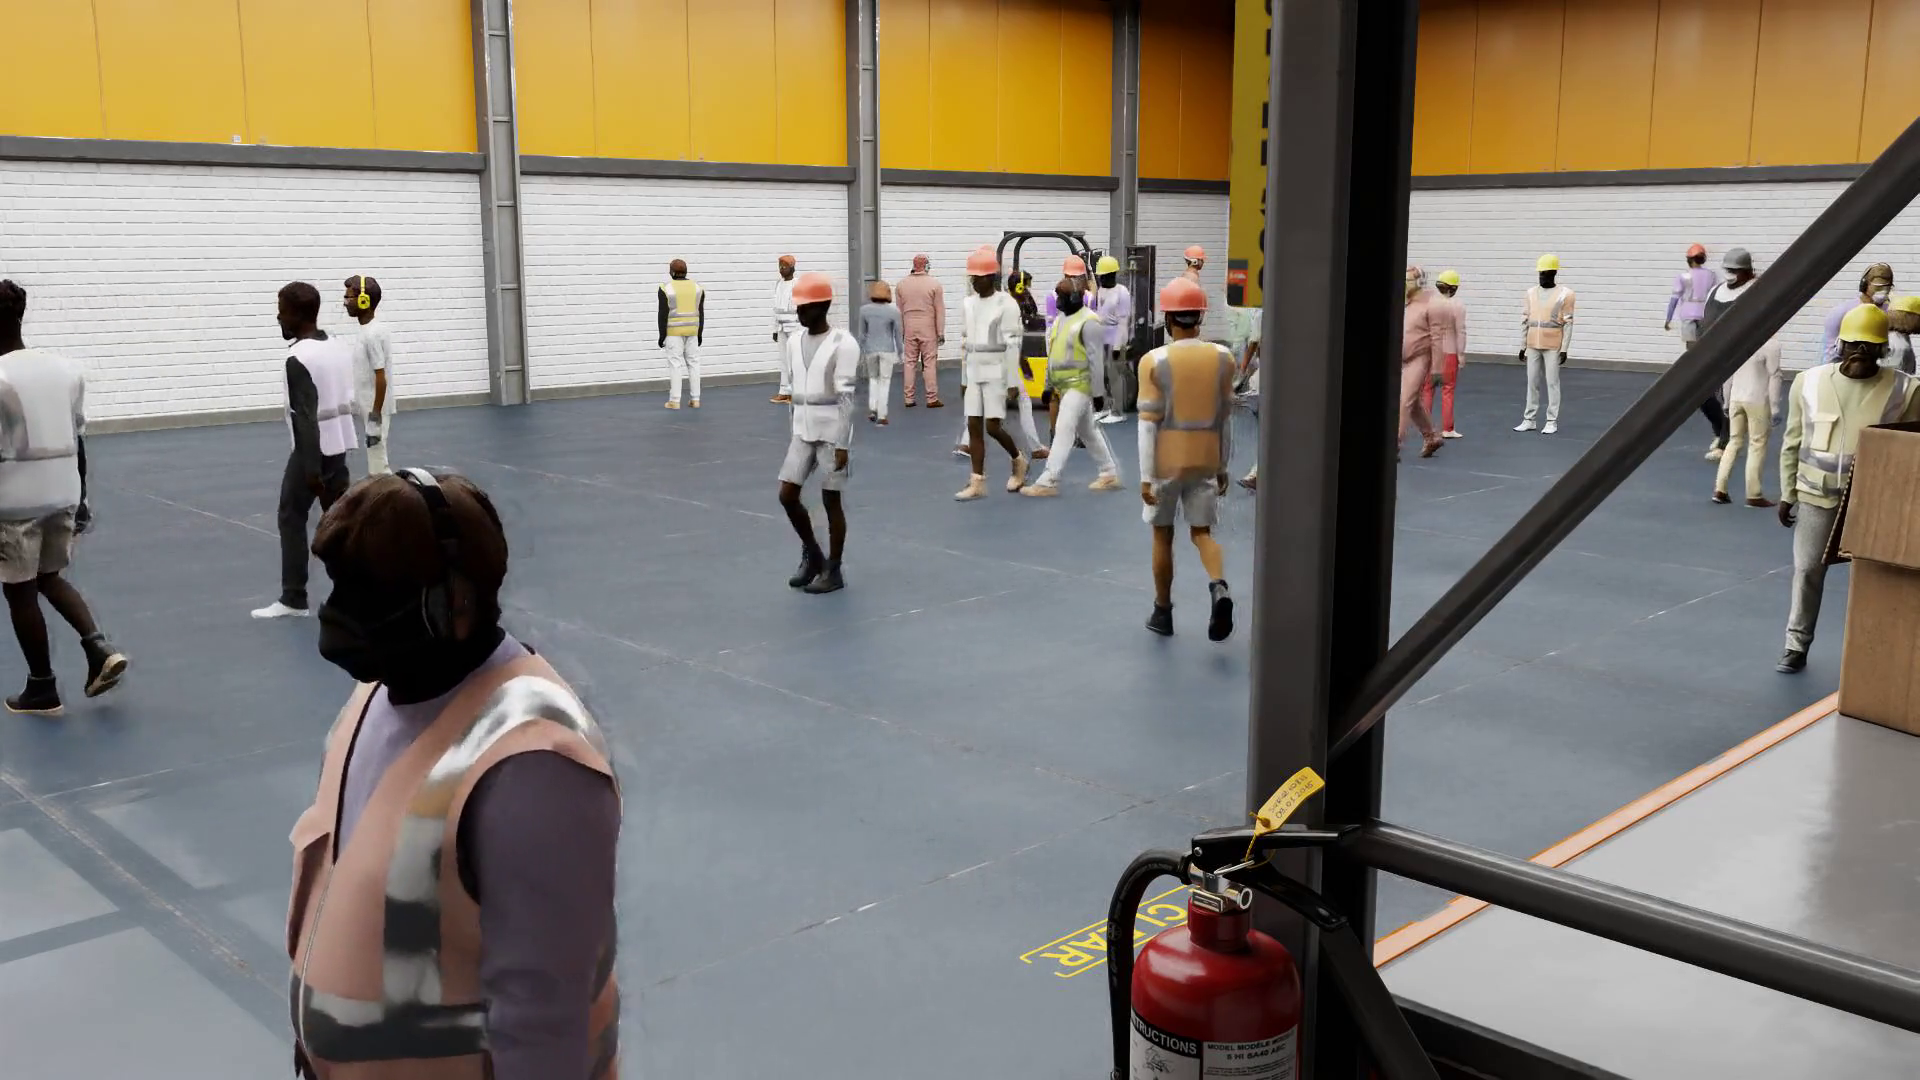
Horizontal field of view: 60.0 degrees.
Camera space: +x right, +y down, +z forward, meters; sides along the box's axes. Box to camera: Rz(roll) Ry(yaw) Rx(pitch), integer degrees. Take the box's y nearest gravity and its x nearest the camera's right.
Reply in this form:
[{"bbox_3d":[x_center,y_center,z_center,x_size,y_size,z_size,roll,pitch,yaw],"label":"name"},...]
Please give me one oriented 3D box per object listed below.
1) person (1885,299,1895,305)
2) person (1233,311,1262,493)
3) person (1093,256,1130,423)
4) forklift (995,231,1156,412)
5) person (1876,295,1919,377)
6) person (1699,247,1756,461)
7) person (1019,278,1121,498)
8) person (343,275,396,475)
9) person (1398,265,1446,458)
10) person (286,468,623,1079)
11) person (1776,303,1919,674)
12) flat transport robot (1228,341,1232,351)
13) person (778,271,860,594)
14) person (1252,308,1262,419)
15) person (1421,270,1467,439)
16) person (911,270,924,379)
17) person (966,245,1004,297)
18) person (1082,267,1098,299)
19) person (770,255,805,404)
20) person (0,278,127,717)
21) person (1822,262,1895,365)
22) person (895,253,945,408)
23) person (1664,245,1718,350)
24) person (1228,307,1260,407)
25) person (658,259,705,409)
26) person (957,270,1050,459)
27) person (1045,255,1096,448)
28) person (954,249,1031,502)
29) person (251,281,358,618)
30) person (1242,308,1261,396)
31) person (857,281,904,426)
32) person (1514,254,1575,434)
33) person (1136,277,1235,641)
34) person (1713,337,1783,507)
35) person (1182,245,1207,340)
[{"bbox_3d":[7.234,-1.131,13.413,0.797,1.647,0.606,-1,10,-7],"label":"person"},{"bbox_3d":[2.623,-1.308,13.920,1.020,1.805,0.531,-10,14,-43],"label":"person"},{"bbox_3d":[1.672,-2.242,18.751,0.555,1.893,0.617,-5,12,-27],"label":"person"},{"bbox_3d":[1.222,-2.721,20.561,2.313,2.155,1.214,2,11,13],"label":"forklift"},{"bbox_3d":[6.692,-0.881,11.853,0.640,1.707,0.491,2,11,10],"label":"person"},{"bbox_3d":[7.268,-1.762,15.751,0.541,2.000,0.701,-5,11,-24],"label":"person"},{"bbox_3d":[0.951,-1.261,13.719,0.973,1.793,0.648,-4,11,-22],"label":"person"},{"bbox_3d":[-3.930,-0.823,11.097,0.319,1.871,0.532,-4,11,-21],"label":"person"},{"bbox_3d":[4.271,-1.666,15.721,0.978,1.864,0.657,-6,12,-30],"label":"person"},{"bbox_3d":[-0.662,0.797,2.376,0.530,1.832,0.629,-9,13,-39],"label":"person"},{"bbox_3d":[4.234,-0.213,7.939,0.607,1.821,0.417,8,13,37],"label":"person"},{"bbox_3d":[5.611,-3.518,30.157,1.431,0.197,0.652,3,11,14],"label":"flat transport robot"},{"bbox_3d":[-0.847,-0.619,9.865,0.542,1.922,0.422,7,12,33],"label":"person"},{"bbox_3d":[3.632,-2.290,19.074,0.570,1.896,0.905,9,14,42],"label":"person"},{"bbox_3d":[5.097,-1.954,17.547,0.331,1.767,0.527,-9,14,-42],"label":"person"},{"bbox_3d":[-0.622,-3.223,24.684,0.529,1.690,0.321,4,11,20],"label":"person"},{"bbox_3d":[0.368,-3.051,22.898,0.622,1.996,0.369,8,13,37],"label":"person"},{"bbox_3d":[1.979,-3.448,26.047,0.512,1.638,0.312,-6,12,-29],"label":"person"},{"bbox_3d":[-2.173,-2.664,21.103,0.572,1.884,0.356,9,14,42],"label":"person"},{"bbox_3d":[-4.071,-0.173,7.321,0.466,1.951,0.641,3,11,17],"label":"person"},{"bbox_3d":[6.683,-1.077,12.312,0.628,1.935,0.373,-1,10,-7],"label":"person"},{"bbox_3d":[-0.474,-2.596,20.664,0.645,1.907,0.400,4,11,22],"label":"person"},{"bbox_3d":[10.251,-3.142,23.404,0.637,1.987,1.027,-2,11,-8],"label":"person"},{"bbox_3d":[3.529,-2.451,20.671,0.349,1.617,0.536,9,14,39],"label":"person"},{"bbox_3d":[-3.453,-2.538,20.530,0.624,1.844,0.429,-8,13,-36],"label":"person"},{"bbox_3d":[0.436,-1.649,15.803,1.012,1.814,0.536,-1,10,-7],"label":"person"},{"bbox_3d":[1.121,-1.868,16.618,0.549,1.933,0.373,-4,11,-22],"label":"person"},{"bbox_3d":[0.268,-1.326,13.432,0.689,2.020,0.633,-10,14,-43],"label":"person"},{"bbox_3d":[-3.505,-0.491,9.263,0.860,1.891,0.595,0,10,2],"label":"person"},{"bbox_3d":[3.962,-2.733,22.196,0.523,1.626,0.333,-10,14,-43],"label":"person"},{"bbox_3d":[-0.883,-2.095,18.698,0.532,1.617,0.386,3,11,16],"label":"person"},{"bbox_3d":[6.304,-2.103,17.950,0.389,1.926,0.593,-9,14,-41],"label":"person"},{"bbox_3d":[1.182,-0.400,8.658,0.554,1.921,0.723,-3,11,-14],"label":"person"},{"bbox_3d":[6.222,-1.063,13.076,0.312,1.638,0.510,-4,11,-23],"label":"person"},{"bbox_3d":[3.082,-2.899,22.070,0.376,1.997,0.612,-1,10,-3],"label":"person"}]
